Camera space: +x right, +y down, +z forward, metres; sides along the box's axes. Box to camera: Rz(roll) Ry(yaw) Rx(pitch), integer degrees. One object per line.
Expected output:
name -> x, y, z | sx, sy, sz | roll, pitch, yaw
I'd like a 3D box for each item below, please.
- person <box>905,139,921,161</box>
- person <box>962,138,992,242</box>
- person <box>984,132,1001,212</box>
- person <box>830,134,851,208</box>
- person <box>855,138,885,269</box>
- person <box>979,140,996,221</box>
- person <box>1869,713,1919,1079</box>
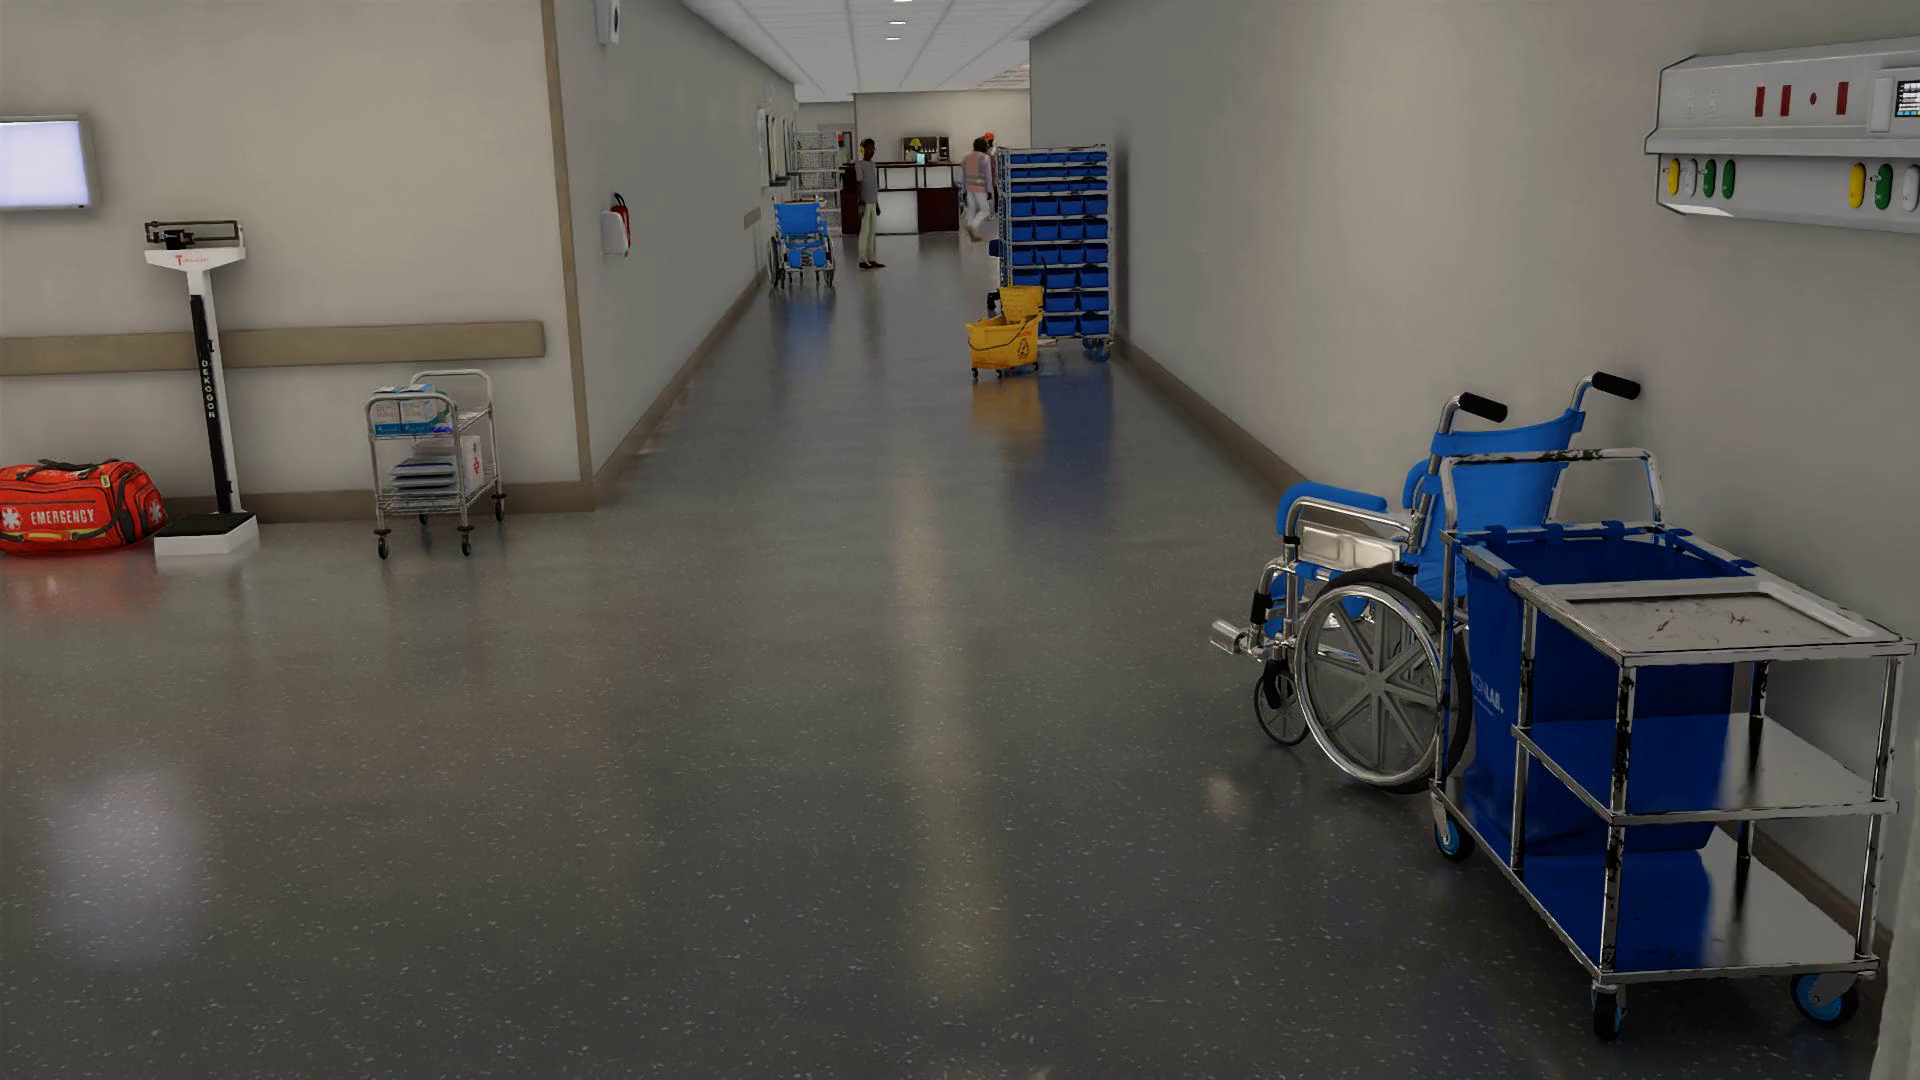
person -> -1.059, -8.608, 39.548 | 0.403, 1.824, 0.596 | -10, 16, -30
person -> 0.284, -6.180, 29.410 | 0.684, 1.823, 0.546 | 10, 18, 39
person -> 0.744, -8.948, 40.491 | 0.547, 1.934, 0.376 | 3, 15, 20
person -> -3.268, -10.177, 45.891 | 0.625, 1.992, 0.386 | -8, 15, -25
person -> -1.318, -4.880, 24.167 | 0.312, 1.863, 0.535 | 5, 15, 26
person -> 0.547, -7.928, 36.671 | 0.532, 1.771, 0.300 | 5, 15, 27
person -> 0.822, 0.624, 1.184 | 0.365, 1.928, 0.674 | 4, 15, 23
